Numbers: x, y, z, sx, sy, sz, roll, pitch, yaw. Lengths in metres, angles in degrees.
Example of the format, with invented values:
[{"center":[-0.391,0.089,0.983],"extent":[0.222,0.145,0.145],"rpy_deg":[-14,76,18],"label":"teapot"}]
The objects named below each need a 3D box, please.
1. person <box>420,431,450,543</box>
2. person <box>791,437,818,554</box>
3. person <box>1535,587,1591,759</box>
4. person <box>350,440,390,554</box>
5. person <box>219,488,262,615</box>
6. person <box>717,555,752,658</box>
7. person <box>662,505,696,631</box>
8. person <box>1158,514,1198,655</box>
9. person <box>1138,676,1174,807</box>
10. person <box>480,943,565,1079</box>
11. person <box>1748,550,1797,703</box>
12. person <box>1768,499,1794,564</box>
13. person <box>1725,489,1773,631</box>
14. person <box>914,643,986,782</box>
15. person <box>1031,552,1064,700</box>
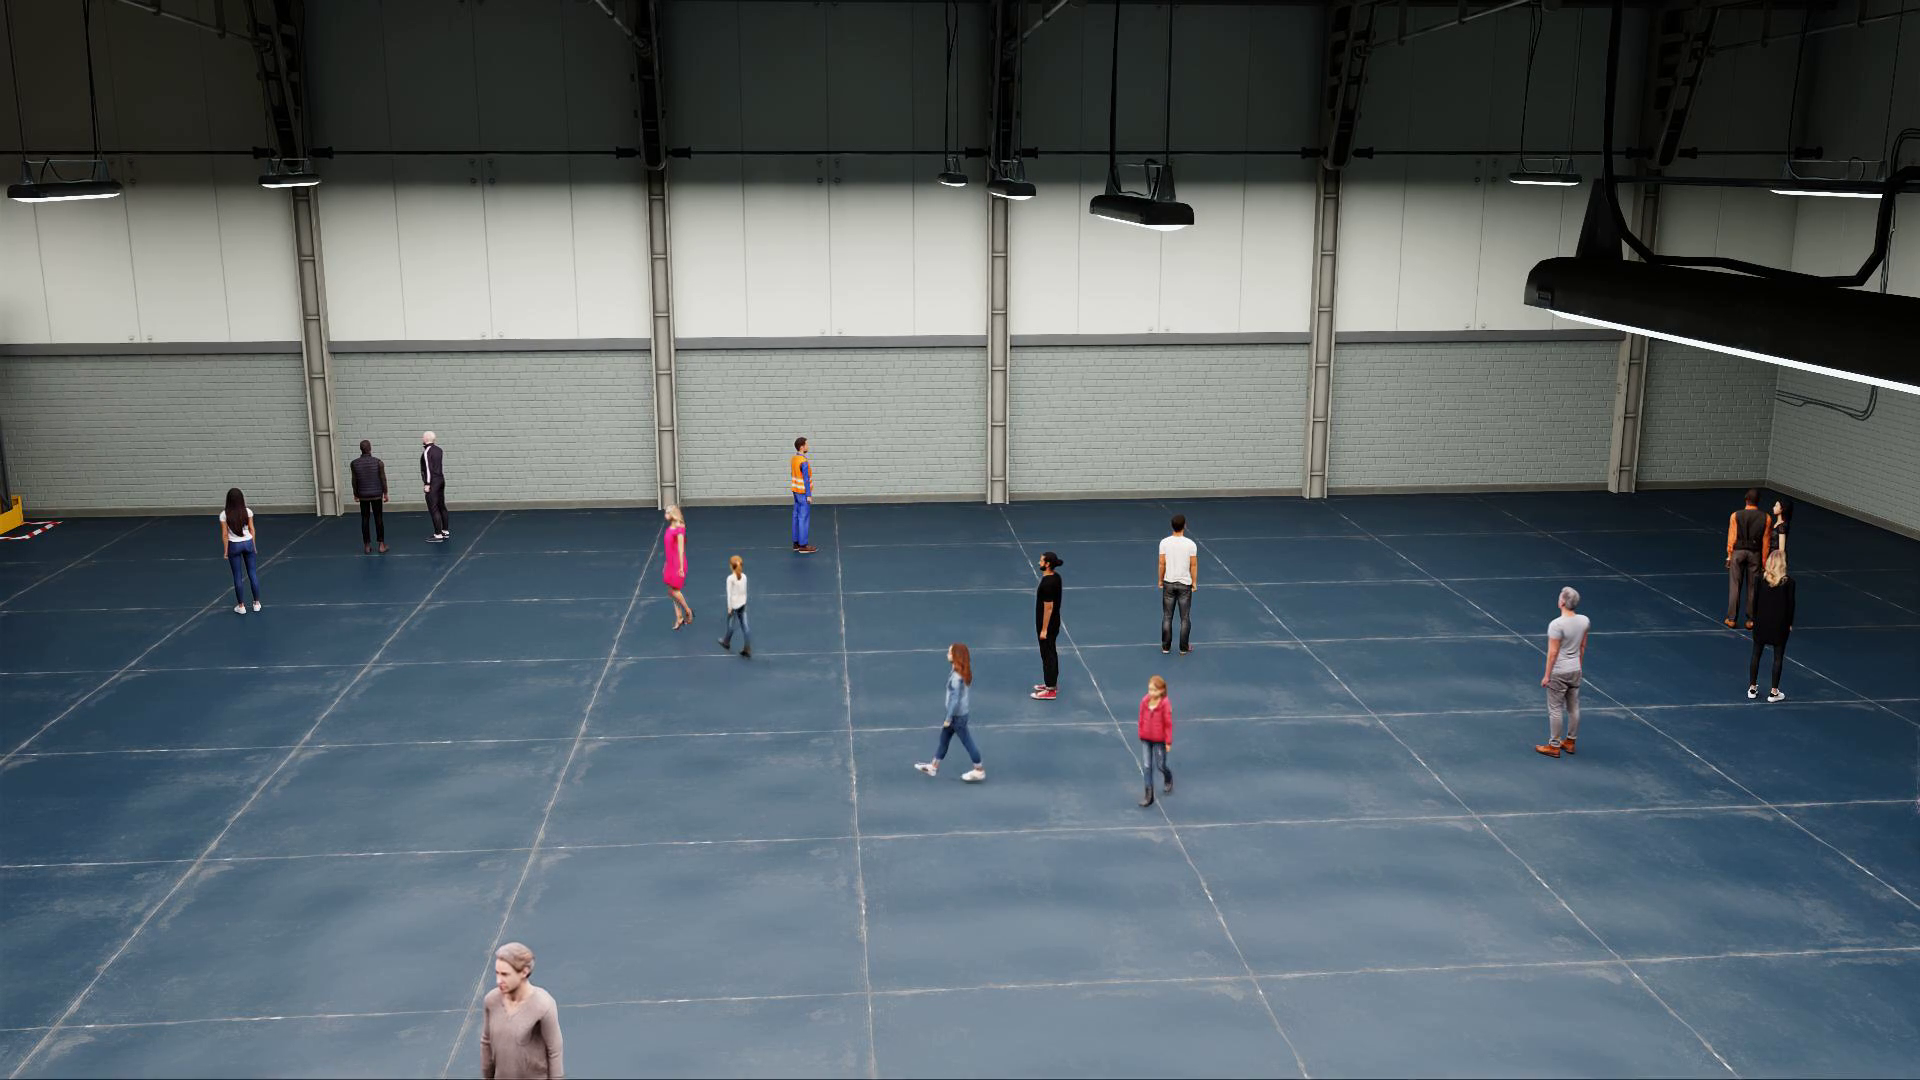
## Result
[{"center":[-8.708,-0.901,27.575],"extent":[0.662,1.836,0.726],"rpy_deg":[2,13,9],"label":"person"},{"center":[-2.549,-0.743,26.828],"extent":[0.728,1.864,0.767],"rpy_deg":[-7,15,-29],"label":"person"},{"center":[6.427,1.396,17.665],"extent":[0.646,1.831,0.825],"rpy_deg":[-6,14,-25],"label":"person"},{"center":[-9.488,-0.709,26.747],"extent":[0.503,1.836,0.750],"rpy_deg":[-2,13,-7],"label":"person"},{"center":[-10.033,0.140,23.215],"extent":[0.611,1.774,0.728],"rpy_deg":[-8,15,-32],"label":"person"},{"center":[-2.786,0.869,21.153],"extent":[0.900,1.284,0.884],"rpy_deg":[-11,17,-41],"label":"person"},{"center":[-3.744,0.358,22.392],"extent":[0.799,1.720,0.745],"rpy_deg":[-8,15,-31],"label":"person"},{"center":[2.782,0.557,21.351],"extent":[0.601,1.803,0.770],"rpy_deg":[4,14,15],"label":"person"},{"center":[1.943,1.958,16.407],"extent":[0.801,1.304,0.818],"rpy_deg":[8,15,30],"label":"person"},{"center":[-2.540,3.216,9.714],"extent":[0.684,1.872,0.830],"rpy_deg":[5,14,19],"label":"person"},{"center":[9.498,0.992,19.474],"extent":[0.676,1.802,0.736],"rpy_deg":[11,17,39],"label":"person"},{"center":[11.019,0.313,22.428],"extent":[0.607,1.792,0.653],"rpy_deg":[4,14,15],"label":"person"},{"center":[10.623,0.250,22.445],"extent":[0.715,1.908,0.844],"rpy_deg":[5,14,21],"label":"person"},{"center":[0.053,1.776,16.884],"extent":[0.987,1.444,0.677],"rpy_deg":[1,13,2],"label":"person"},{"center":[1.044,0.989,19.583],"extent":[0.666,1.758,0.688],"rpy_deg":[2,13,10],"label":"person"}]
